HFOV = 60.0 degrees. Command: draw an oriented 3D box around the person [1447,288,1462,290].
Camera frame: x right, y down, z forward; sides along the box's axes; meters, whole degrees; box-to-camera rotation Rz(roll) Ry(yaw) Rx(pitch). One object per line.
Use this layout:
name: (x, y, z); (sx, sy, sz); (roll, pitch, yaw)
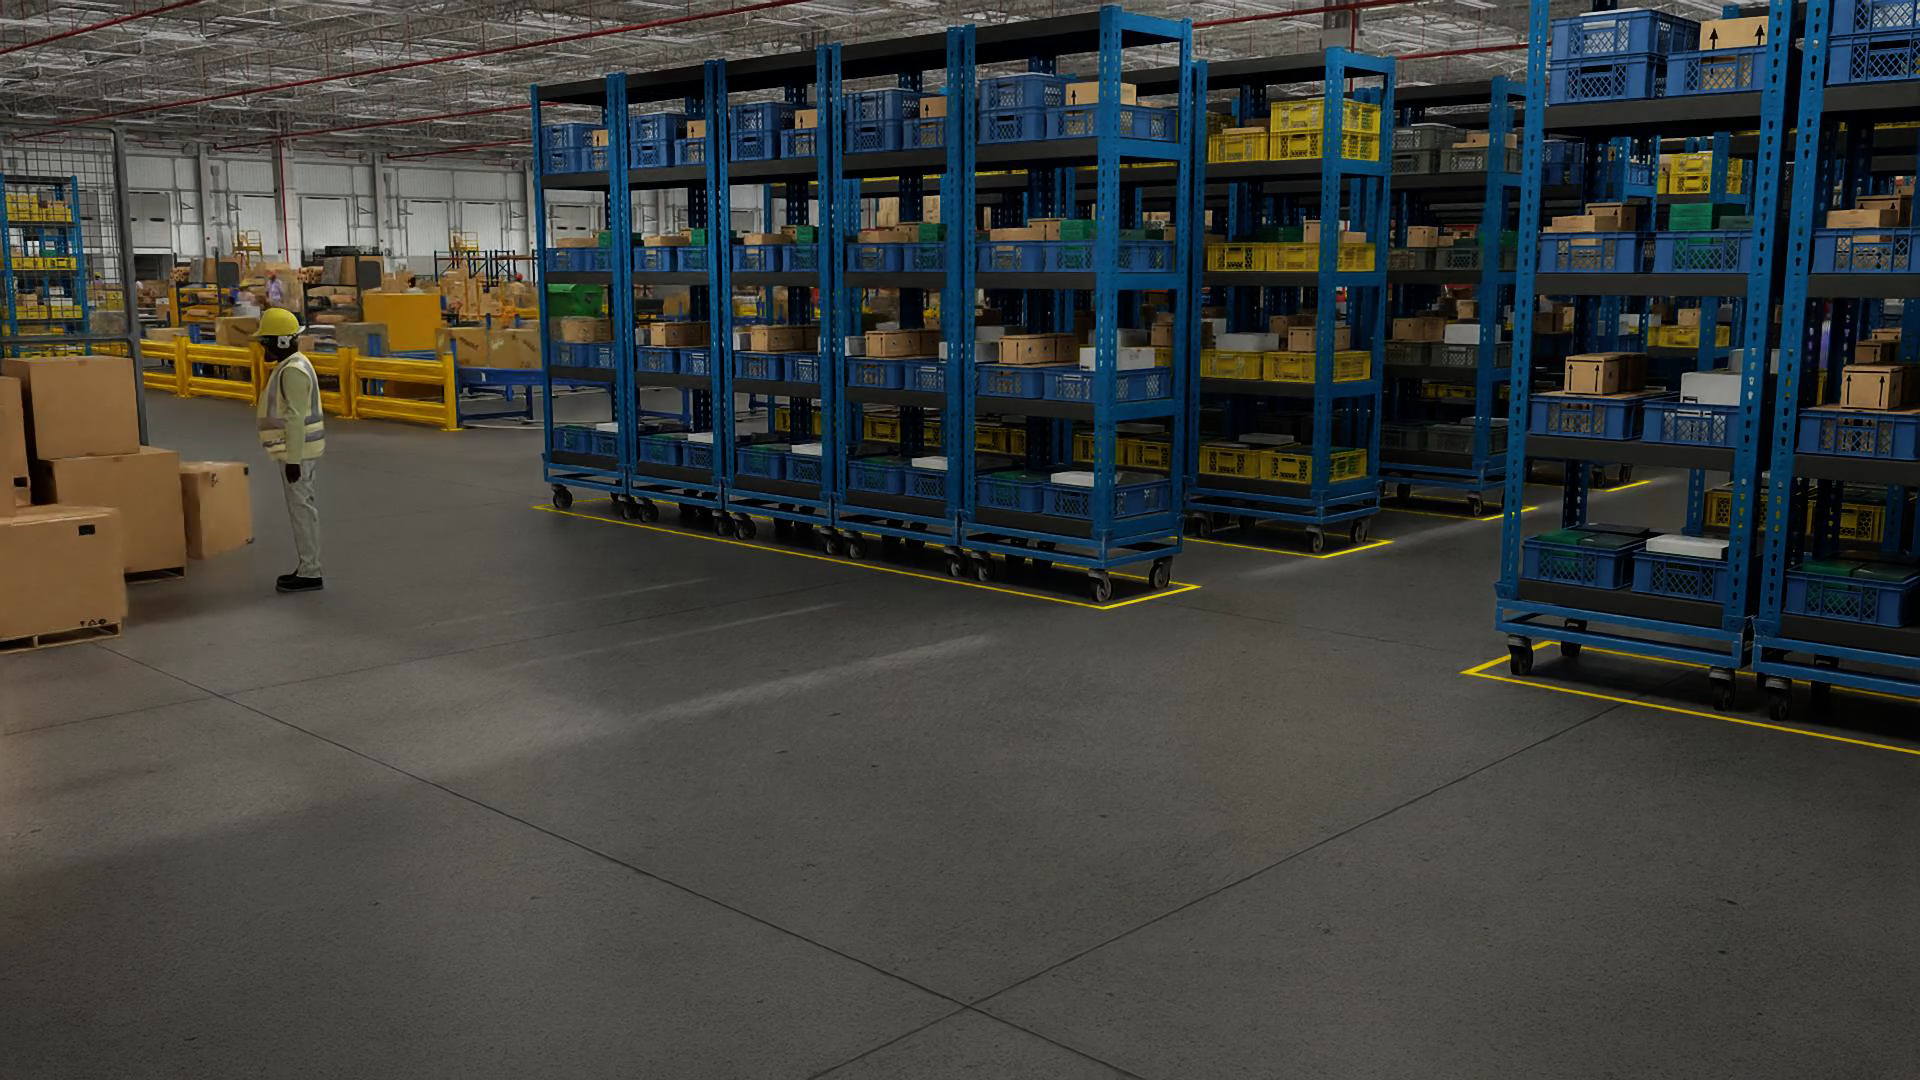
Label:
person: (17.771, -8.614, 59.742); (0.407, 1.905, 0.653); (-9, 13, -43)

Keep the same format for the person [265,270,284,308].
person: (-24.862, -8.719, 60.075); (0.640, 1.994, 1.007); (3, 10, 19)

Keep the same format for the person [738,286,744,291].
person: (-11.390, -13.079, 87.332); (0.500, 1.828, 0.562); (-8, 12, -40)

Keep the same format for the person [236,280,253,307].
person: (-19.370, -6.136, 44.987); (0.546, 1.751, 0.449); (2, 10, 14)

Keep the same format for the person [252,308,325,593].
person: (-4.308, -0.574, 10.714); (0.404, 1.824, 0.586); (-4, 10, -25)

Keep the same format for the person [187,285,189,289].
person: (-33.319, -10.662, 72.323); (0.640, 1.908, 0.959); (2, 9, 11)

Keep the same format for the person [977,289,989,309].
person: (0.769, -7.870, 55.430); (0.611, 1.817, 0.425); (-9, 13, -43)

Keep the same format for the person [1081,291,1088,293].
person: (4.368, -8.343, 58.824); (0.830, 1.663, 0.537); (7, 12, 38)

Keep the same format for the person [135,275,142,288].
person: (-32.183, -9.439, 64.997); (0.634, 1.841, 0.429); (8, 12, 40)

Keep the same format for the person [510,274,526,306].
person: (-15.712, -8.529, 59.281); (0.558, 1.874, 0.985); (2, 9, 10)

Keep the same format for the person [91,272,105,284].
person: (-36.161, -10.271, 69.834); (0.587, 1.927, 0.367); (-9, 13, -43)

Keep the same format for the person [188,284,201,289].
person: (-30.455, -9.623, 66.174); (0.515, 1.834, 0.907); (-2, 9, -12)

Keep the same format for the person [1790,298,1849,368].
person: (8.702, -1.607, 17.045); (0.903, 1.806, 0.584); (-7, 12, -37)

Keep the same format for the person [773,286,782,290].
person: (-8.001, -10.648, 72.094); (0.610, 1.943, 0.850); (3, 10, 17)

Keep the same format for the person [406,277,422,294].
person: (-15.013, -6.320, 45.841); (0.460, 1.851, 0.548); (6, 11, 34)

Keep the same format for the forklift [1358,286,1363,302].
forklift: (11.100, -7.017, 46.970); (1.873, 2.768, 1.129); (9, 13, 43)

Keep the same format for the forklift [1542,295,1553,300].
forklift: (16.427, -6.843, 45.901); (1.873, 2.768, 1.129); (9, 13, 42)
